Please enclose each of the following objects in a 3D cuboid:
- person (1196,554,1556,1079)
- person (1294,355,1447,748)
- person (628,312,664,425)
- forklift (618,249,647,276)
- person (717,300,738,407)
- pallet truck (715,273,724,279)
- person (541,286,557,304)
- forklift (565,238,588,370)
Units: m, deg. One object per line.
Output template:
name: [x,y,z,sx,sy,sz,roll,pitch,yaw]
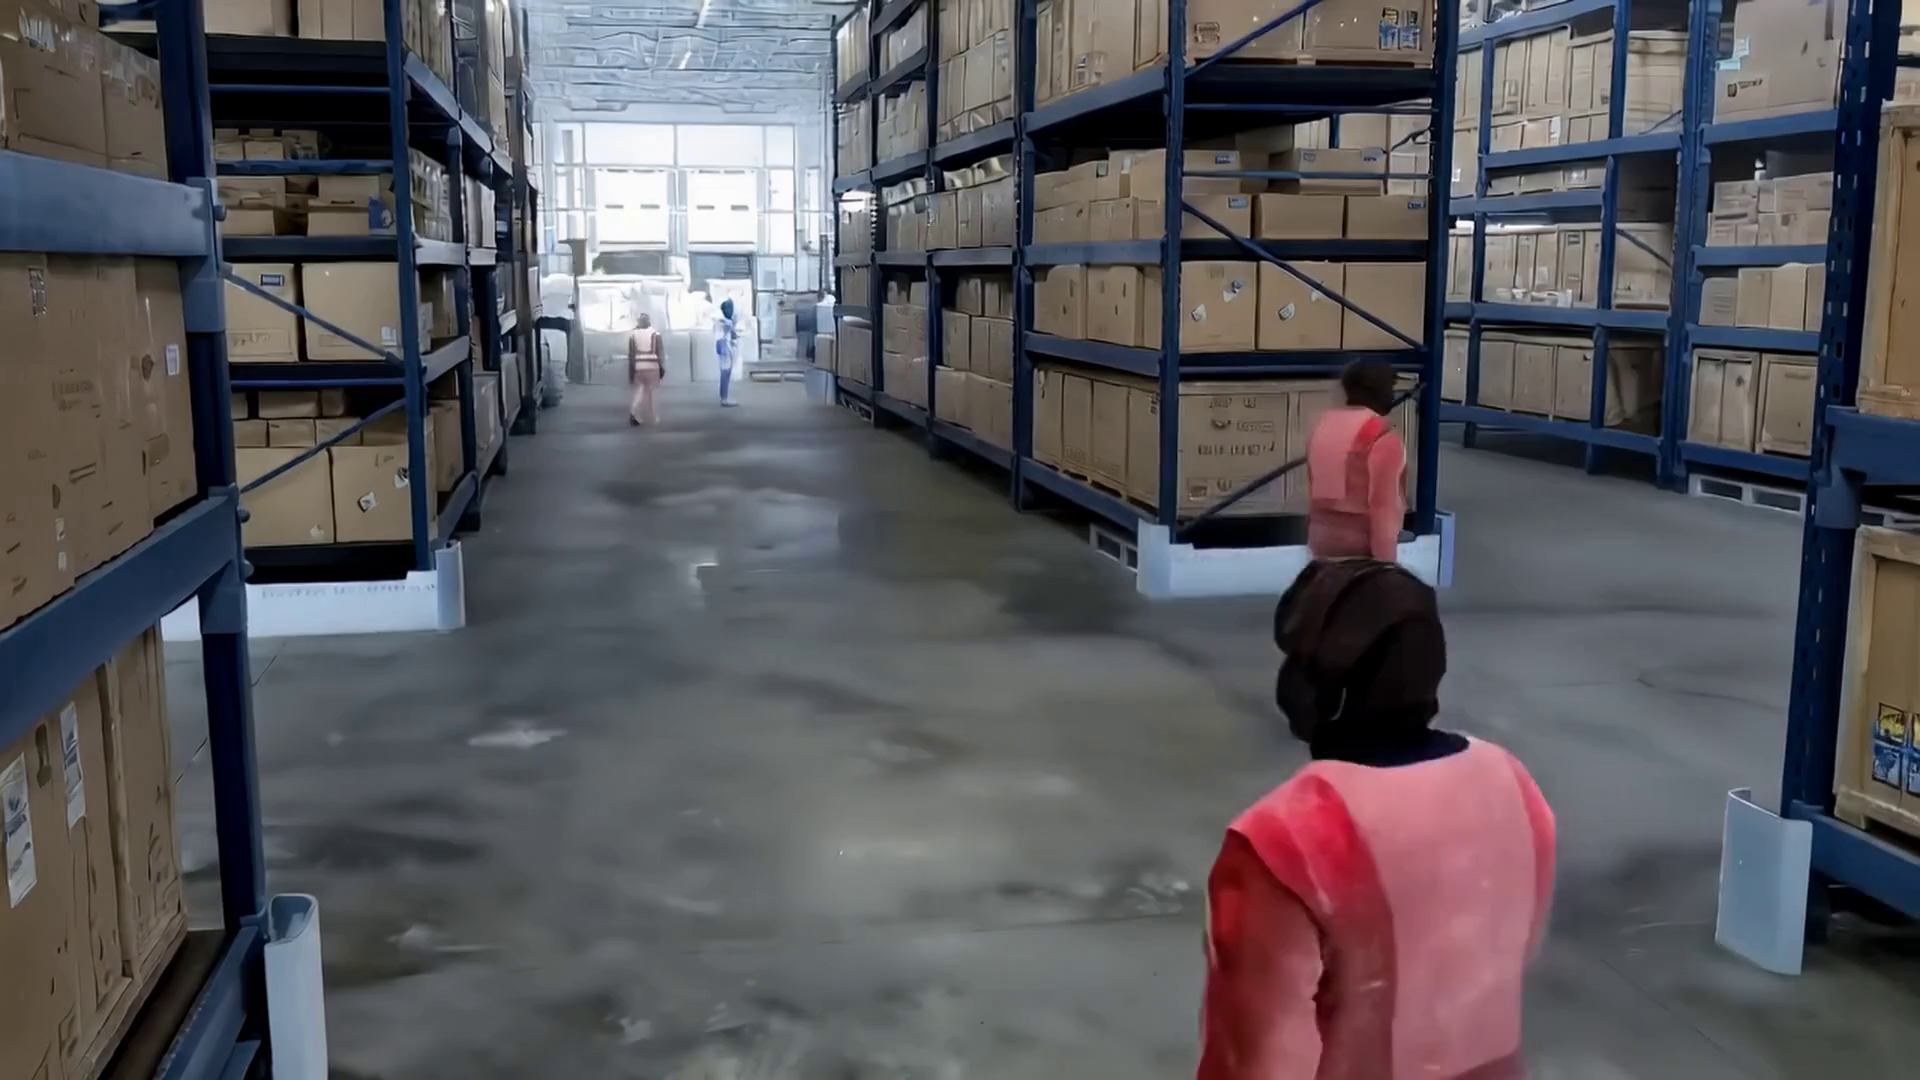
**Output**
person: [0.551,0.928,2.365,0.624,1.832,0.433,-6,11,-32]
person: [1.923,0.062,7.673,0.853,1.810,0.664,-4,10,-23]
person: [-4.453,-2.415,23.458,0.552,1.596,0.758,1,9,8]
forklift: [-11.221,-8.596,57.218,1.129,2.768,1.873,-6,11,-31]
person: [-3.717,-2.971,26.536,0.319,1.696,0.532,-2,10,-12]
pallet truck: [-8.580,-8.986,62.280,1.885,1.965,0.823,1,9,5]
person: [-14.531,-8.388,58.849,0.588,1.927,0.370,-2,9,-11]
forklift: [-8.014,-4.966,35.095,1.873,2.768,1.129,-2,10,-12]
